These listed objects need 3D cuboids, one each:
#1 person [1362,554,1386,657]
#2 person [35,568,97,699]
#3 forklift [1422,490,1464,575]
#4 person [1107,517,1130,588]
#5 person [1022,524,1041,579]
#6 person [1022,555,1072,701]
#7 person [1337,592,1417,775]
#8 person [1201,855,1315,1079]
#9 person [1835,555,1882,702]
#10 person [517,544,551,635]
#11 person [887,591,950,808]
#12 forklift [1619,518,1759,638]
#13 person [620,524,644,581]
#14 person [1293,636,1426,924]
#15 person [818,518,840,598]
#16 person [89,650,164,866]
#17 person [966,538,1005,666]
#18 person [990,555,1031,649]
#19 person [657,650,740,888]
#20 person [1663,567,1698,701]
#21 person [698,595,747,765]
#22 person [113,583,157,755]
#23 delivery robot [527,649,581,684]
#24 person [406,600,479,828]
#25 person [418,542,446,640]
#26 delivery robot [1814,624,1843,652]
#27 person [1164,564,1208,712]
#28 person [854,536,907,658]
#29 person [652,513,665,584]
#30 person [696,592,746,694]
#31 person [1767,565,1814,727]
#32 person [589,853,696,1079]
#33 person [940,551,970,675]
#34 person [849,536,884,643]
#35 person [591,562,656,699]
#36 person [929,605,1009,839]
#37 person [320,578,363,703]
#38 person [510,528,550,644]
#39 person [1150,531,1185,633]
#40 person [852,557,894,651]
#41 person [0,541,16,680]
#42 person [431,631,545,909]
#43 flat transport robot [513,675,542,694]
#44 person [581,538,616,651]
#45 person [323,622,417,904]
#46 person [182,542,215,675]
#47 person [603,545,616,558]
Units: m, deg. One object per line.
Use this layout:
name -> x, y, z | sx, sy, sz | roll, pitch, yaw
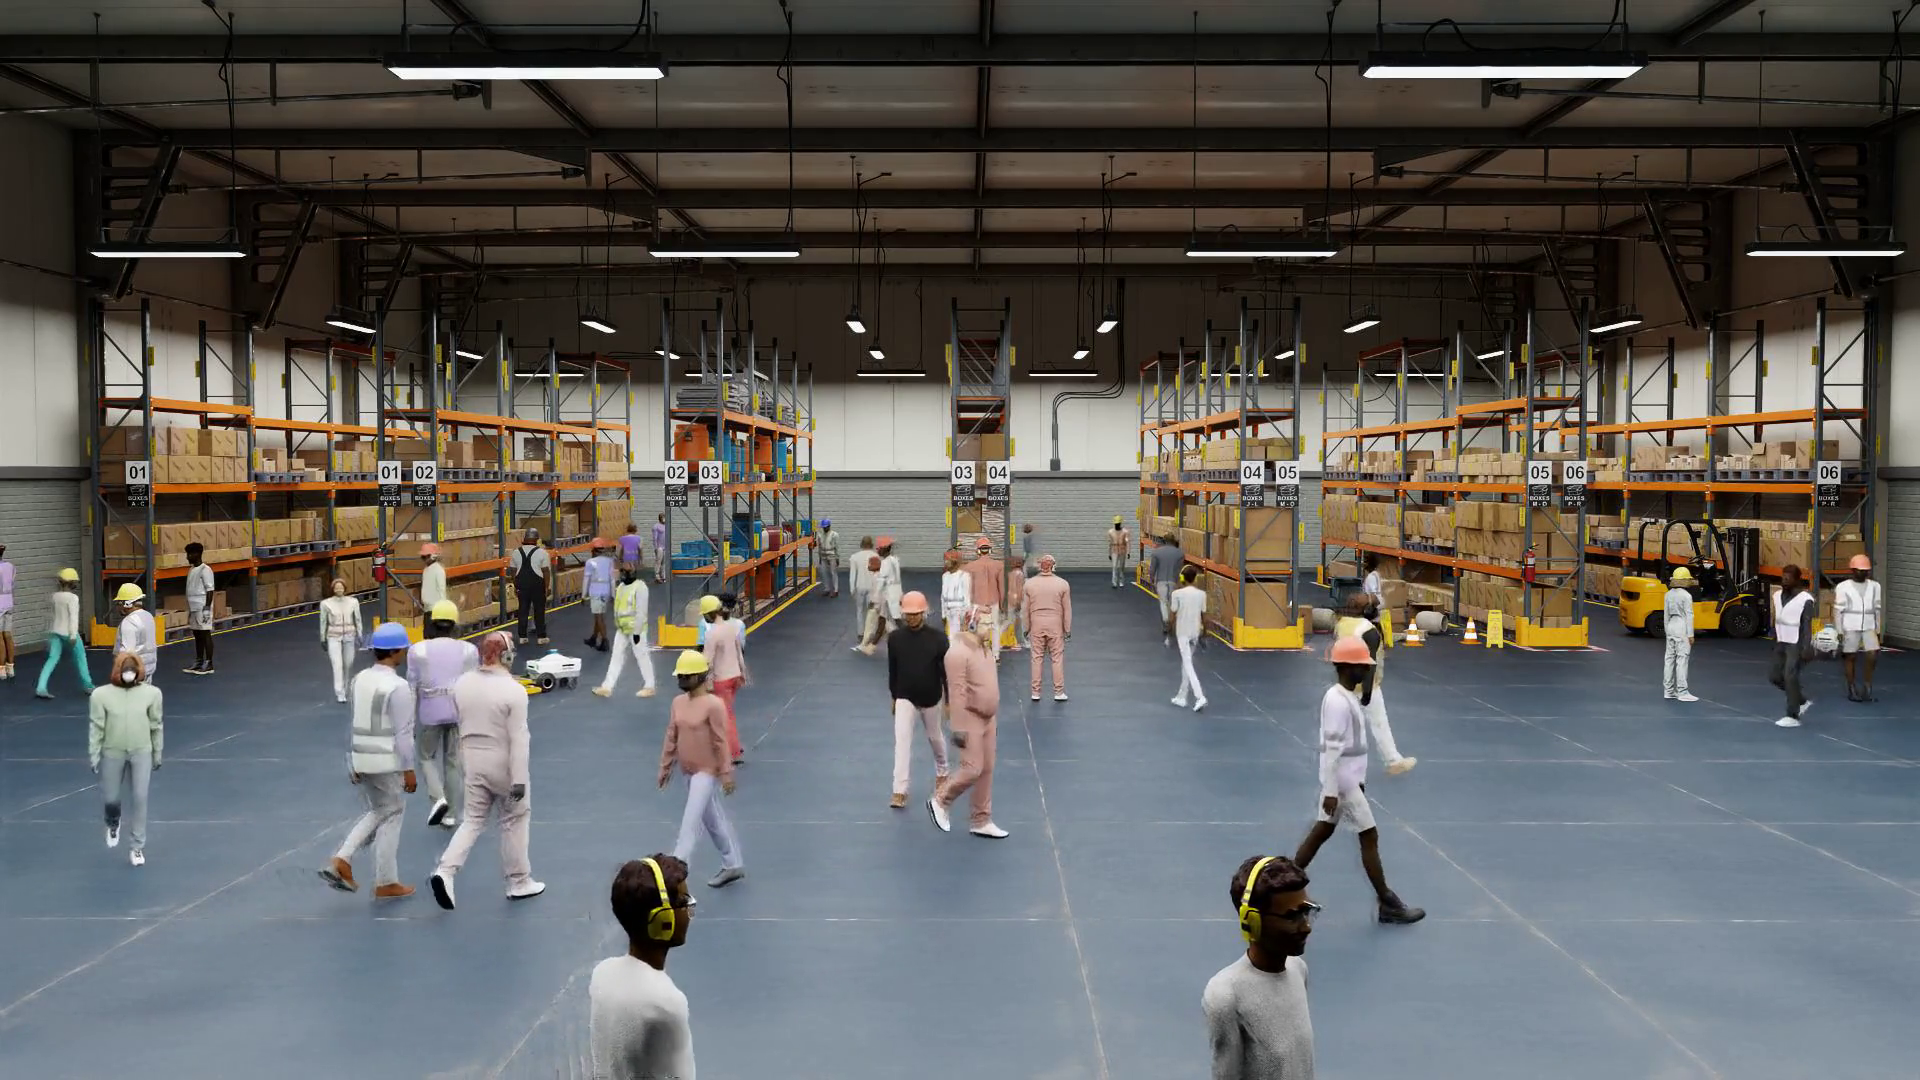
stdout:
person -> 6.565, 1.066, 26.131 | 0.712, 1.673, 0.542 | 1, 3, 25
person -> -11.821, 1.232, 21.350 | 0.538, 1.718, 0.902 | 1, 3, 27
forklift -> 13.926, -0.371, 47.846 | 1.873, 2.768, 1.129 | 0, 2, 0
person -> 4.174, 0.320, 42.416 | 0.608, 1.885, 0.982 | 0, 2, 11
person -> 1.964, 0.343, 45.002 | 0.659, 1.609, 0.502 | 1, 2, 24
person -> 1.142, 1.150, 21.110 | 0.649, 1.906, 0.401 | 0, 2, 12
person -> 4.004, 1.411, 15.801 | 0.933, 1.794, 0.645 | -1, 2, -16
person -> 0.882, 1.824, 4.591 | 0.328, 1.872, 0.513 | 2, 3, 37
person -> 11.672, 1.151, 20.909 | 0.582, 1.915, 0.684 | 0, 2, 11
person -> -7.873, 0.852, 29.645 | 0.624, 1.813, 0.618 | 1, 2, 16
person -> -0.336, 1.402, 14.691 | 0.630, 1.929, 1.095 | 1, 2, 15
forklift -> 13.417, 0.684, 29.791 | 2.313, 2.155, 1.214 | 0, 2, 0
person -> -7.664, 0.524, 37.911 | 0.596, 1.812, 0.854 | 0, 2, 5
person -> 2.560, 1.573, 10.748 | 0.977, 1.890, 0.558 | 1, 2, 15
person -> -3.186, 0.431, 39.024 | 0.629, 1.924, 0.463 | 1, 3, 28
person -> -6.358, 1.636, 12.327 | 0.512, 1.619, 0.525 | -1, 3, -32
person -> 0.385, 0.959, 24.929 | 0.609, 1.986, 0.390 | -1, 2, -13
person -> 0.910, 1.053, 27.386 | 0.774, 1.602, 0.542 | -1, 2, -19
person -> -1.883, 1.630, 11.342 | 0.548, 1.711, 0.923 | 2, 3, 44
person -> 9.462, 1.226, 21.205 | 0.298, 1.745, 0.484 | -1, 2, -16
person -> -2.404, 1.421, 16.409 | 0.458, 1.724, 0.596 | 1, 3, 25
person -> -8.617, 1.361, 16.852 | 0.403, 1.824, 0.596 | 0, 2, -6
delivery robot -> -5.579, 1.747, 22.214 | 0.707, 0.478, 0.477 | -2, 3, -42
person -> -4.314, 1.453, 13.461 | 0.606, 1.904, 0.450 | -1, 3, -29
person -> -7.736, 1.006, 23.971 | 0.672, 1.975, 0.613 | -2, 3, -39
delivery robot -> 13.984, 1.596, 26.000 | 0.477, 0.478, 0.707 | 2, 3, 35
person -> 2.902, 1.218, 20.364 | 0.505, 1.837, 0.947 | -1, 3, -25
person -> -1.174, 0.928, 25.821 | 1.066, 1.971, 0.640 | 0, 2, 8
person -> -8.151, 0.216, 44.211 | 0.372, 1.940, 0.631 | 1, 3, 33
person -> -2.665, 1.392, 17.922 | 0.574, 1.664, 0.619 | 0, 2, -8
person -> 9.791, 1.236, 19.006 | 0.463, 1.901, 0.613 | 0, 2, -12
person -> -0.922, 1.829, 4.607 | 0.609, 1.858, 0.530 | -2, 3, -35
person -> -0.009, 1.075, 23.684 | 0.786, 1.861, 0.577 | -2, 3, -37
person -> -1.637, 0.871, 28.518 | 0.632, 1.889, 1.023 | 0, 2, -8
person -> -4.414, 1.196, 21.329 | 0.873, 1.798, 0.652 | -2, 3, -45
person -> 0.100, 1.472, 13.102 | 0.548, 1.892, 0.671 | 1, 3, 28
person -> -8.138, 1.290, 21.187 | 0.515, 1.613, 0.746 | -2, 3, -37
person -> -7.496, 0.818, 28.323 | 0.690, 2.000, 0.538 | 0, 2, 7
person -> 3.901, 0.792, 30.227 | 0.641, 1.914, 0.911 | 0, 2, -3
person -> -1.354, 1.069, 27.004 | 0.838, 1.593, 0.515 | 0, 2, 8
person -> -13.949, 0.995, 23.383 | 0.388, 2.037, 0.605 | 0, 2, -3
person -> -3.213, 1.560, 11.042 | 0.643, 1.883, 0.829 | 1, 2, 23
flat transport robot -> -6.374, 1.962, 21.473 | 1.431, 0.197, 0.652 | -2, 3, -40
person -> -6.165, 0.912, 27.366 | 0.904, 1.890, 0.566 | 2, 3, 42
person -> -4.018, 1.535, 11.145 | 0.612, 1.936, 0.544 | 2, 3, 43
person -> -11.308, 1.009, 23.990 | 0.608, 1.958, 0.386 | 2, 3, 42
person -> -9.718, 0.327, 44.799 | 0.621, 1.672, 0.343 | 1, 3, 29
